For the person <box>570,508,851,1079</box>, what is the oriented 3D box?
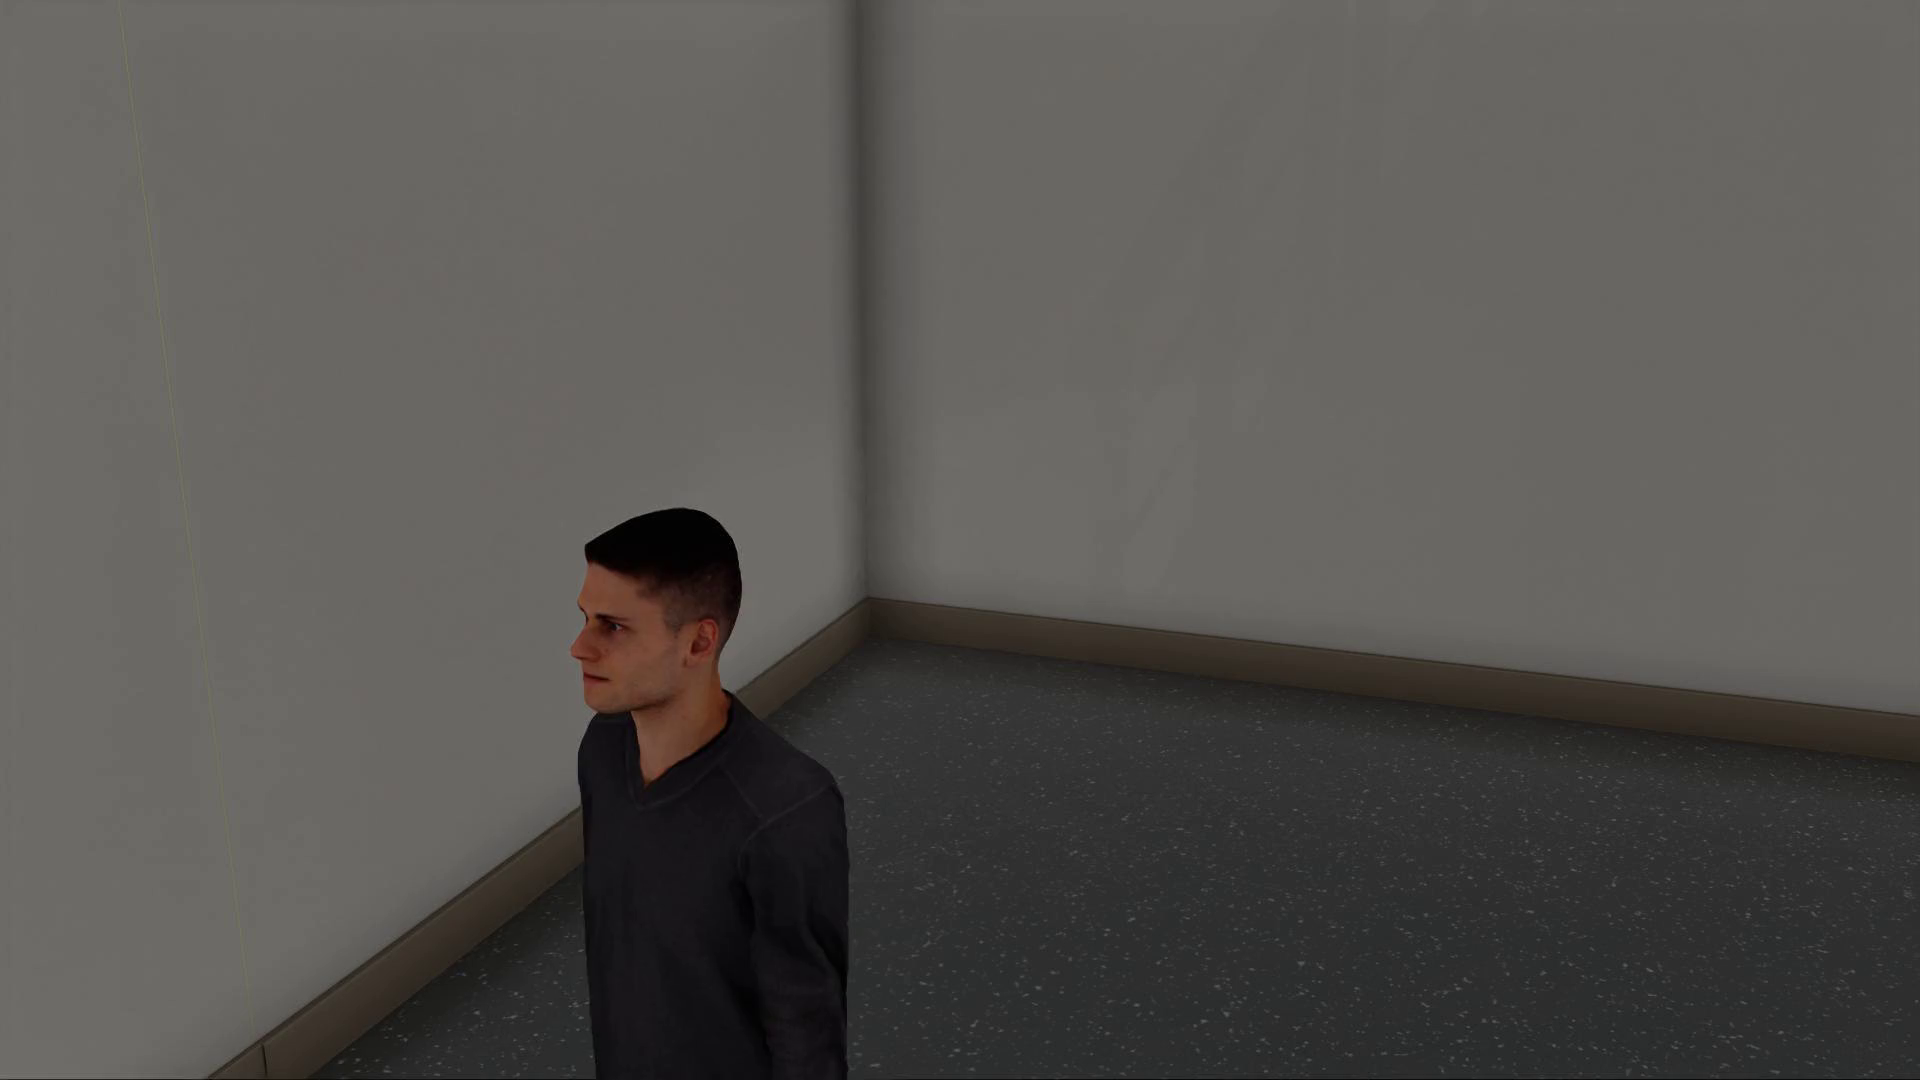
[{"bbox_3d":[-0.268,0.797,2.260,0.795,1.748,0.961,13,20,38],"label":"person"}]
